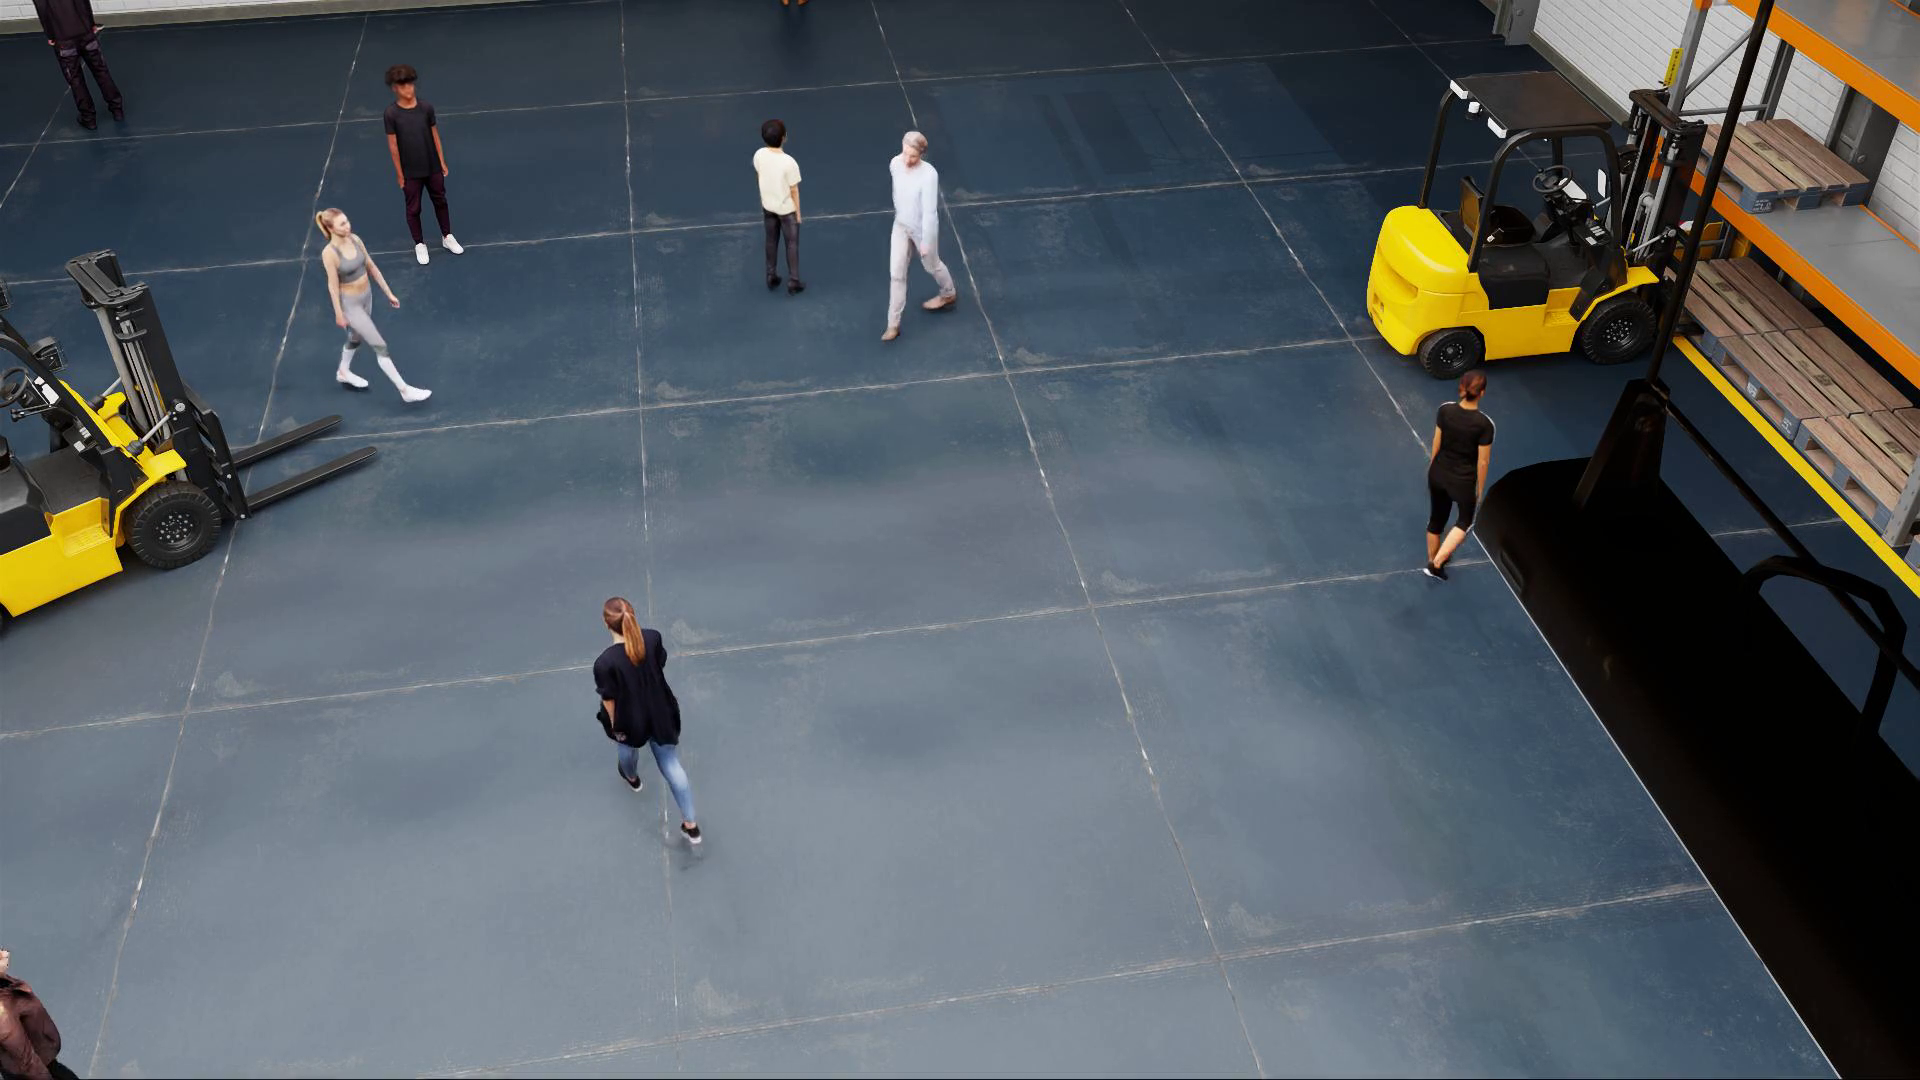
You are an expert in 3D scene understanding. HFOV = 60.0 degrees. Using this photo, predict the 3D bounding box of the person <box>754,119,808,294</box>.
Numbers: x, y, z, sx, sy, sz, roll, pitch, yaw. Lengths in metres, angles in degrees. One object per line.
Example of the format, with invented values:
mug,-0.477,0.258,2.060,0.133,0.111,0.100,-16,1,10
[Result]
person,-1.551,-2.873,14.356,0.645,1.585,0.676,19,42,22

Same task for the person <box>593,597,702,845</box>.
person,-1.752,1.038,9.411,0.933,1.645,1.211,-23,44,-26

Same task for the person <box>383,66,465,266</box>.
person,-4.821,-3.368,14.814,0.711,1.786,0.724,-24,44,-27

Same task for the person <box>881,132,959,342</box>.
person,-0.322,-2.583,13.804,1.261,1.821,1.295,30,48,32

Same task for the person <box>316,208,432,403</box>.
person,-4.779,-1.833,12.996,0.989,1.657,1.150,11,40,13

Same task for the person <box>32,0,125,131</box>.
person,-9.065,-5.170,16.971,0.774,1.911,0.773,-29,47,-31

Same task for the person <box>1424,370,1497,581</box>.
person,3.299,-0.388,11.184,0.820,1.660,0.759,-31,48,-33
